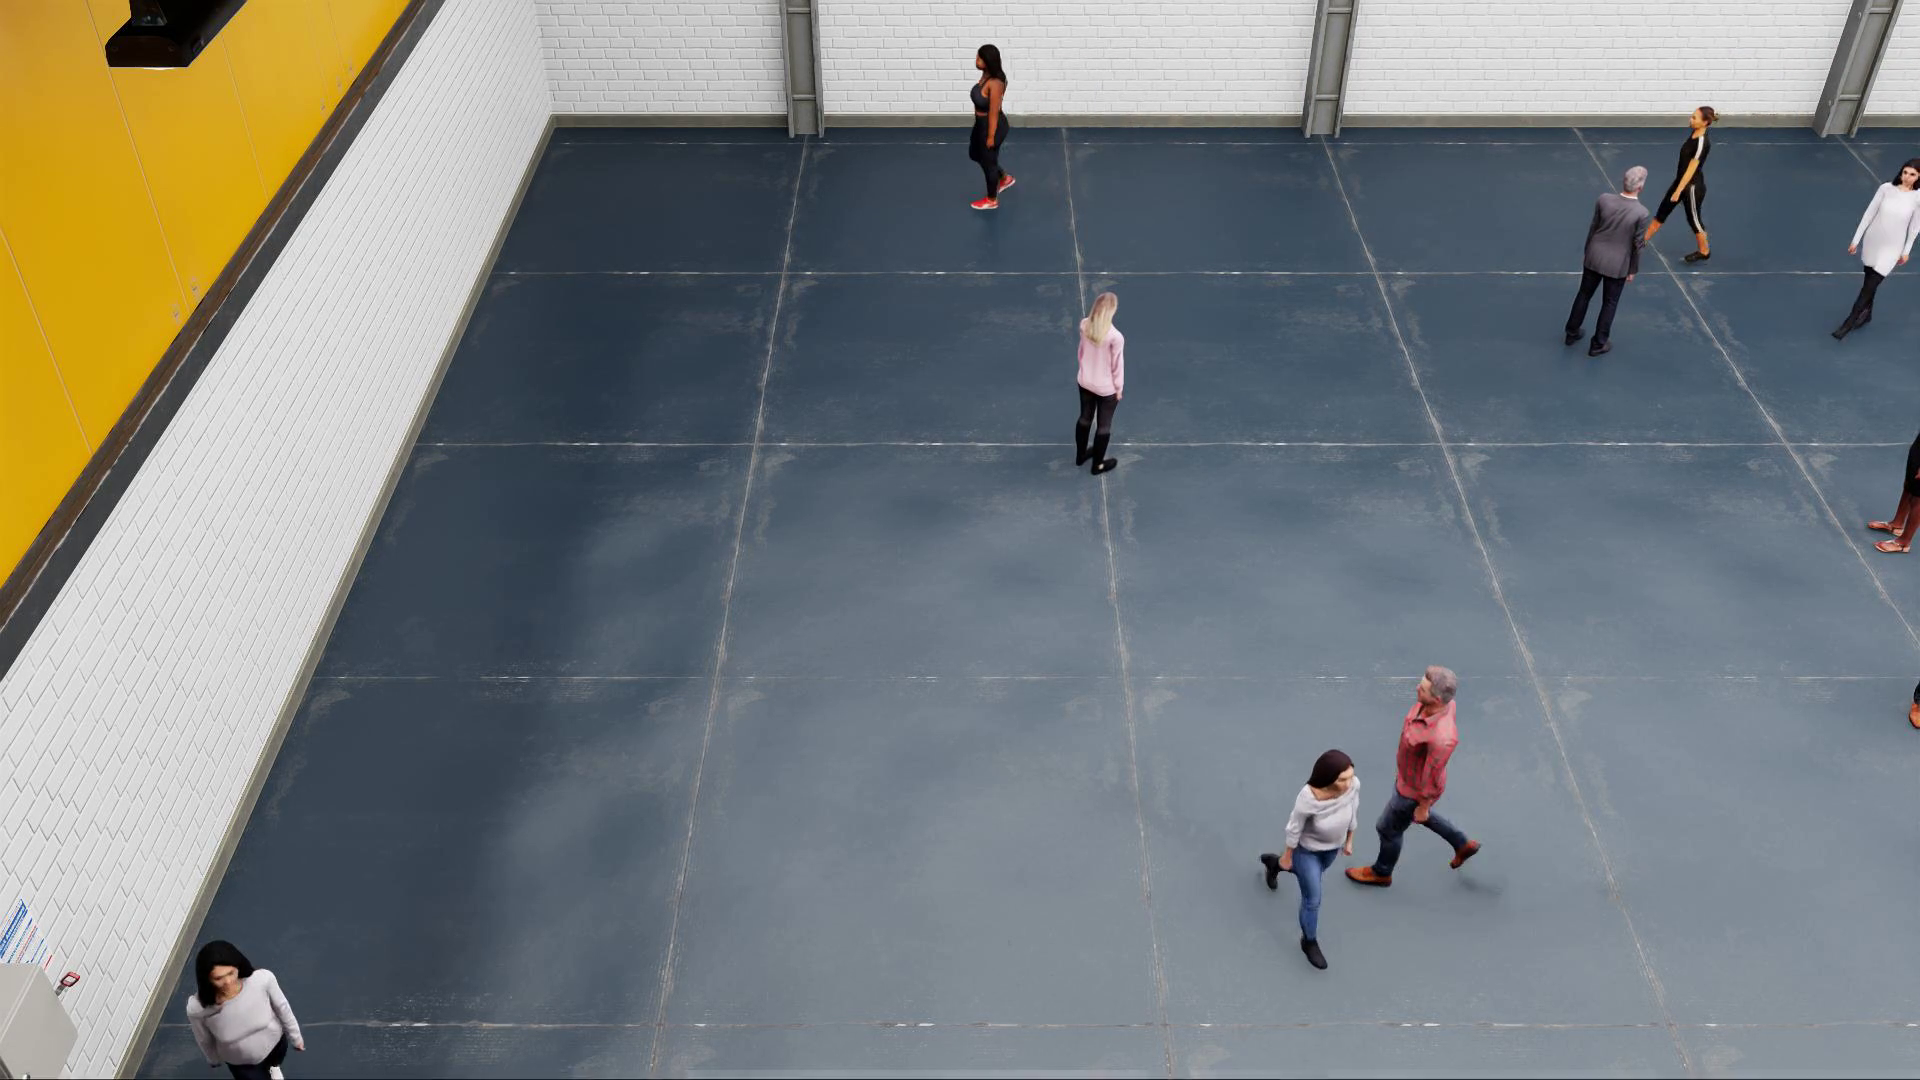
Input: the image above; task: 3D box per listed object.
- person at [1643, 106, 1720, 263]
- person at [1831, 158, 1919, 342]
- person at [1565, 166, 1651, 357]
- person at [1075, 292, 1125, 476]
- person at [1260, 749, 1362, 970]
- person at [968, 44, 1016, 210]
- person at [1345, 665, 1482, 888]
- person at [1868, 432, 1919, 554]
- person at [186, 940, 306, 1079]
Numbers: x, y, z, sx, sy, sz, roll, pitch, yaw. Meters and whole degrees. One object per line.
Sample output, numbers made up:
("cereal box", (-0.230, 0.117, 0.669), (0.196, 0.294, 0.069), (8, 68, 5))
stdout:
("person", (7.339, -3.501, 16.550), (1.157, 1.622, 0.736), (7, 39, 9))
("person", (8.632, -2.730, 15.467), (1.166, 1.770, 1.035), (-25, 45, -28))
("person", (5.937, -2.561, 15.205), (0.783, 1.832, 0.847), (31, 48, 33))
("person", (1.133, -1.293, 13.735), (0.746, 1.686, 0.685), (-32, 48, -33))
("person", (2.079, 1.786, 9.947), (1.060, 1.600, 0.964), (-17, 42, -20))
("person", (0.403, -4.319, 17.428), (0.791, 1.805, 0.732), (-7, 39, -8))
("person", (2.888, 1.485, 10.157), (1.096, 1.810, 0.832), (7, 39, 9))
("person", (7.527, -0.660, 12.915), (0.601, 1.720, 0.662), (9, 40, 12))
("person", (-3.768, 2.627, 8.852), (1.159, 1.653, 1.134), (-25, 45, -28))
